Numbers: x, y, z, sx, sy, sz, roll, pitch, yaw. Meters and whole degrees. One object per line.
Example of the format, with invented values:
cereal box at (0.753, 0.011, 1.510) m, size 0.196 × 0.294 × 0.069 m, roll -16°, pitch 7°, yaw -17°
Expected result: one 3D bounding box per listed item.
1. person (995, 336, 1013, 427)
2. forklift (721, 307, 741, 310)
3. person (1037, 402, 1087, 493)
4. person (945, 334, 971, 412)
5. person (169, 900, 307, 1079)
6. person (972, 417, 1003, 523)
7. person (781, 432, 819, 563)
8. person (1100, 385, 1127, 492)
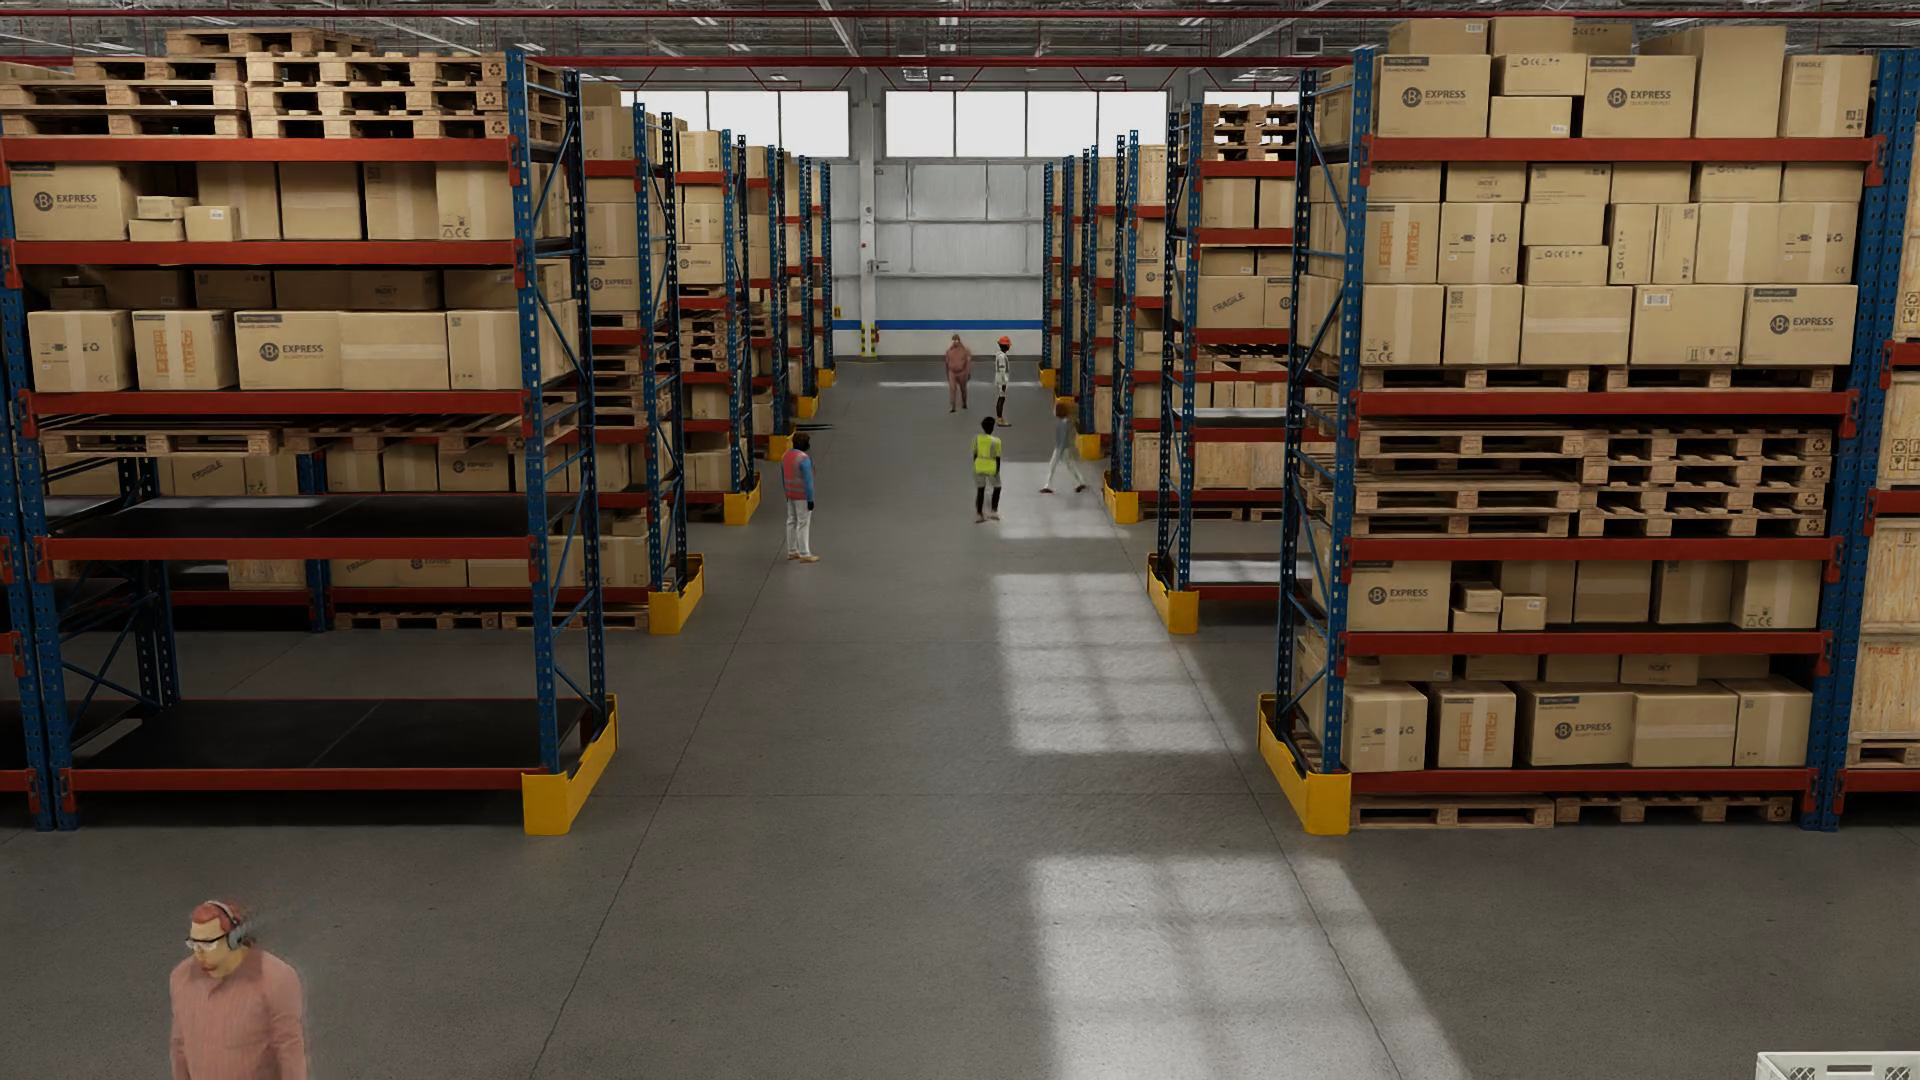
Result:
person at (0.994, -3.586, 37.557) m, size 0.388 × 2.041 × 0.615 m, roll 0°, pitch 11°, yaw -2°
forklift at (-4.909, -3.758, 36.323) m, size 1.873 × 2.768 × 1.129 m, roll 0°, pitch 11°, yaw -1°
person at (1.803, -1.590, 28.777) m, size 0.854 × 1.595 × 0.505 m, roll -2°, pitch 12°, yaw -11°
person at (-0.037, -4.063, 40.329) m, size 0.641 × 1.882 × 0.809 m, roll 2°, pitch 12°, yaw 10°
person at (-3.294, 2.527, 7.631) m, size 0.661 × 1.893 × 0.489 m, roll 2°, pitch 12°, yaw 11°
person at (0.453, -1.111, 26.194) m, size 0.549 × 1.677 × 0.581 m, roll 6°, pitch 13°, yaw 27°
person at (-2.228, -0.600, 23.266) m, size 0.429 × 1.839 × 0.630 m, roll -9°, pitch 14°, yaw -37°
person at (2.919, -1.789, 29.052) m, size 0.922 × 1.891 × 0.558 m, roll -3°, pitch 12°, yaw -14°
